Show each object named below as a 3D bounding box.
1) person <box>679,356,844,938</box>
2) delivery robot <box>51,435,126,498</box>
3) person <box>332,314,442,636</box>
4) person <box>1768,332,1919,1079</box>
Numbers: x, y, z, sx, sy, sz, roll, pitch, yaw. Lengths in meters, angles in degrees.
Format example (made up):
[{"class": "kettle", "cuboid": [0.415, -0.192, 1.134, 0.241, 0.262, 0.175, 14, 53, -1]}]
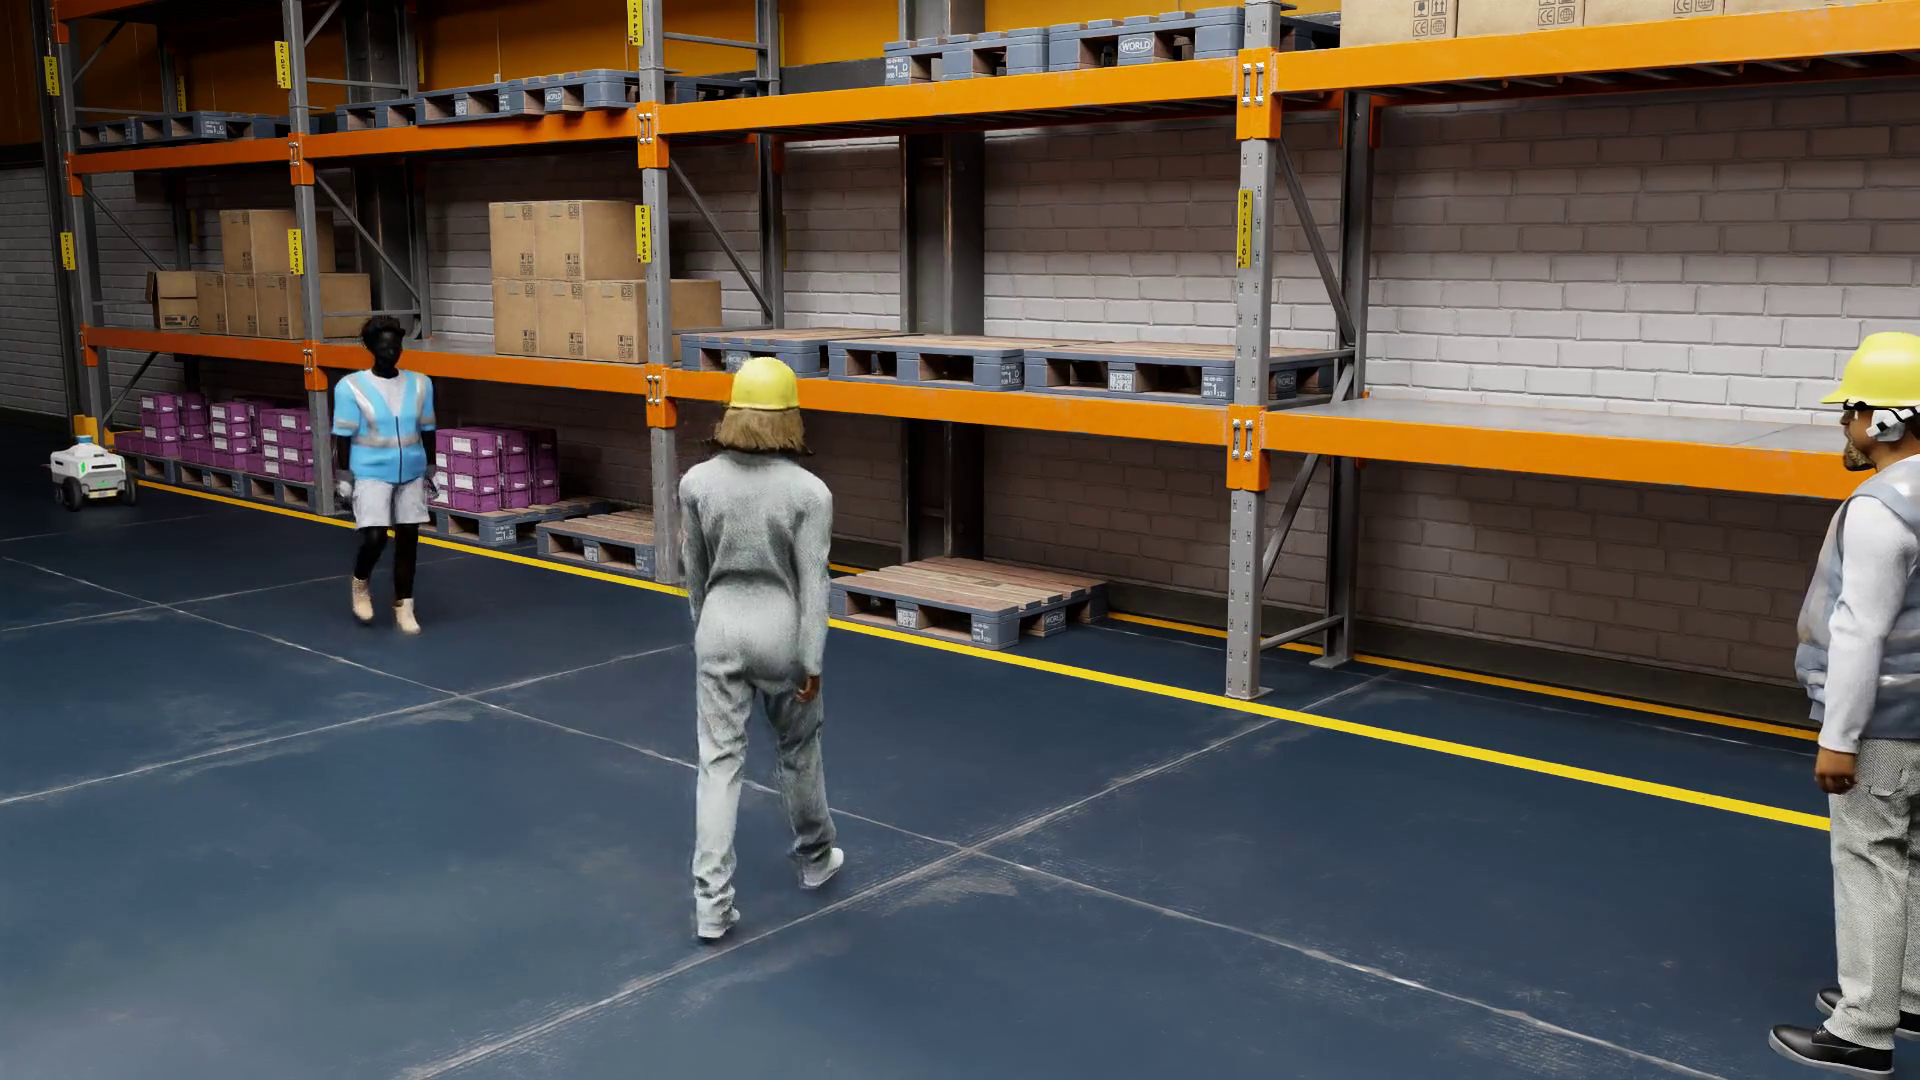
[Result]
[{"class": "person", "cuboid": [-0.601, 0.300, 5.022, 0.491, 1.709, 0.776, 2, 10, 10]}, {"class": "delivery robot", "cuboid": [-6.835, -0.578, 13.030, 0.707, 0.478, 0.477, 9, 14, 43]}, {"class": "person", "cuboid": [-3.002, -0.338, 8.699, 0.544, 1.681, 0.407, -9, 13, -42]}, {"class": "person", "cuboid": [2.276, 0.405, 4.108, 0.591, 1.823, 0.405, -9, 13, -41]}]
